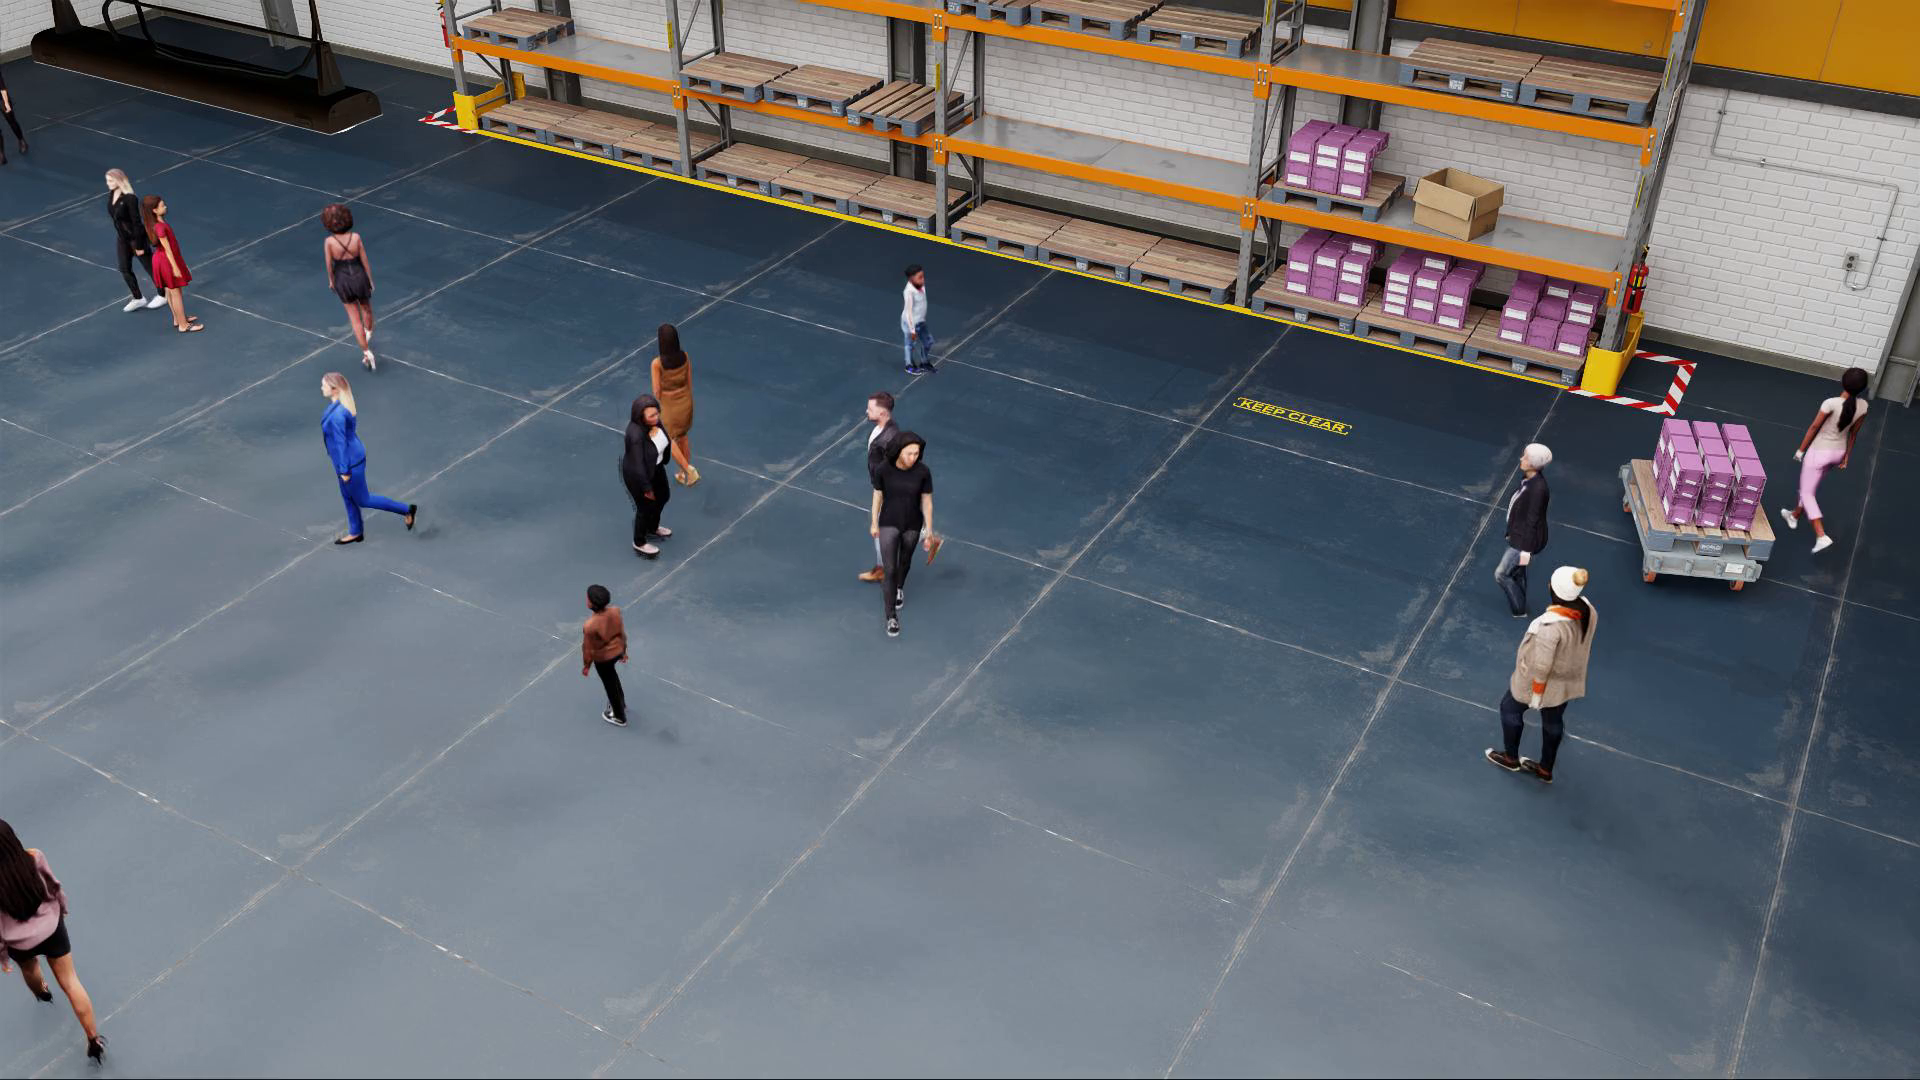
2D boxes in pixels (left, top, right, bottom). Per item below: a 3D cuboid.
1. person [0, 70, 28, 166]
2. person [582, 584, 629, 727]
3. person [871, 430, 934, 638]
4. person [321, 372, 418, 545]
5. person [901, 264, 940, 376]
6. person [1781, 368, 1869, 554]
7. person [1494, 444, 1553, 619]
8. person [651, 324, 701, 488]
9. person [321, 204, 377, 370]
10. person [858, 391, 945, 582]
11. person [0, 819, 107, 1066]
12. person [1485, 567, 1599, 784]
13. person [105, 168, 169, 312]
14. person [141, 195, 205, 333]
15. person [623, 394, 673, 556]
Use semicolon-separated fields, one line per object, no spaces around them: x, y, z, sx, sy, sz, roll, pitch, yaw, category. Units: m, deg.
-13.084;-5.989;22.658;1.041;1.603;1.075;-7;34;-10;person
-2.634;0.898;12.620;0.495;1.245;0.525;16;37;23;person
-0.490;-0.186;13.748;1.092;1.802;1.079;-2;34;-2;person
-5.270;-0.701;14.629;1.038;1.684;1.020;-11;35;-16;person
-0.519;-2.327;17.469;0.577;1.248;0.506;19;38;26;person
7.616;-0.689;14.583;1.094;1.715;1.068;-4;34;-6;person
4.755;0.031;13.831;0.714;1.773;0.844;8;34;12;person
-2.594;-1.183;15.360;0.682;1.677;0.807;-28;43;-35;person
-6.352;-2.622;17.454;0.901;1.756;1.088;-18;38;-25;person
-0.524;-0.436;14.115;1.107;1.811;0.973;-2;34;-3;person
-5.431;2.418;9.870;0.847;1.758;1.176;-29;43;-36;person
4.294;0.995;11.906;0.846;1.875;0.889;-16;37;-23;person
-9.196;-3.410;18.715;0.664;1.673;0.712;20;39;27;person
-8.715;-3.050;18.282;0.714;1.553;0.651;-21;39;-29;person
-2.801;-0.592;14.551;0.724;1.590;0.732;6;34;9;person
